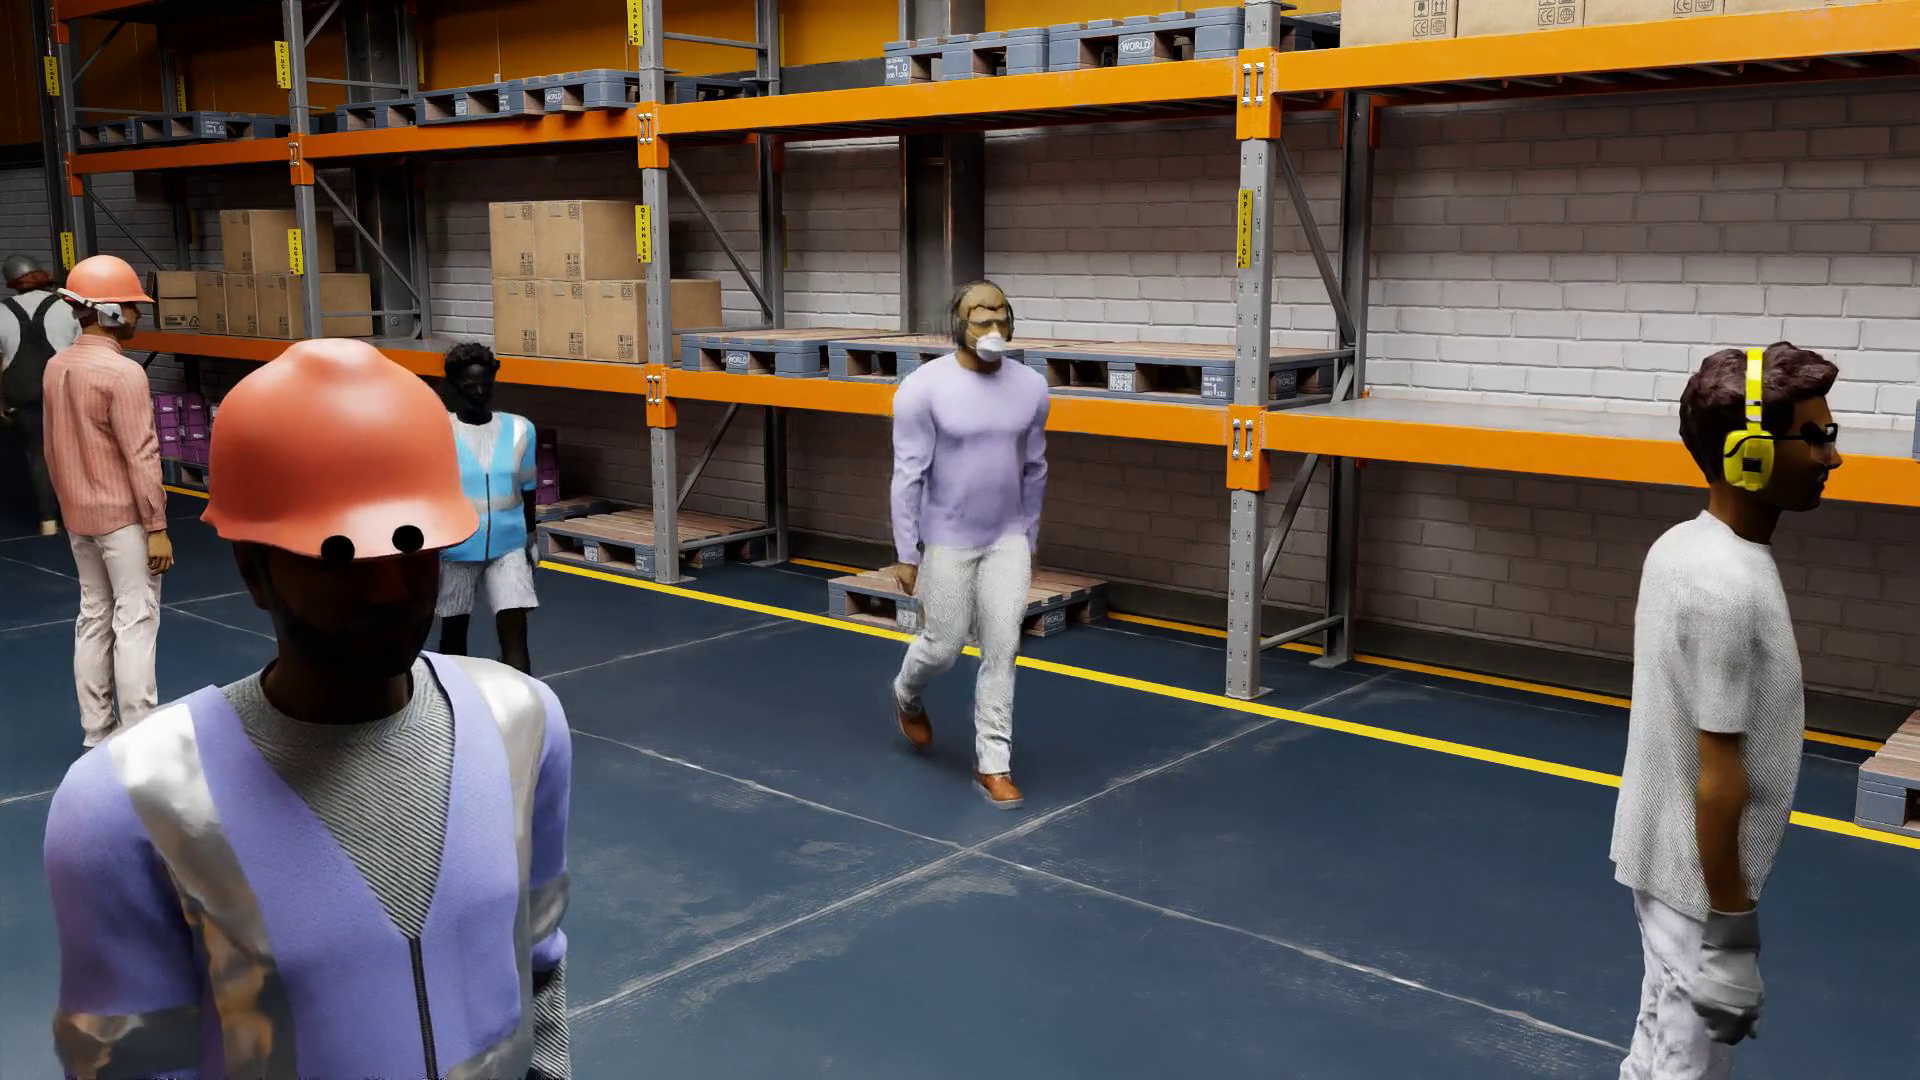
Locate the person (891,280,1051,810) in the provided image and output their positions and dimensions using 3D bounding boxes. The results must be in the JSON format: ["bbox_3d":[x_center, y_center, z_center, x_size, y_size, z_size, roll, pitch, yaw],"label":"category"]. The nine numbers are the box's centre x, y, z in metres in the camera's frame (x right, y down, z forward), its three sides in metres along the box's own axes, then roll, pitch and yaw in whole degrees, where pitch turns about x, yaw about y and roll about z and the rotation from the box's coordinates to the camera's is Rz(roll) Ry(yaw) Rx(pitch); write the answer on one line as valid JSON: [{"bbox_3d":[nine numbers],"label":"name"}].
[{"bbox_3d":[-0.001,-0.009,6.201,0.642,1.915,0.781,-5,11,-26],"label":"person"}]

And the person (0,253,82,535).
[{"bbox_3d":[-6.525,-1.066,11.848,0.706,2.000,0.567,-3,10,-17],"label":"person"}]

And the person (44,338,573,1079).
[{"bbox_3d":[-0.600,0.762,1.735,0.379,1.937,0.548,9,13,41],"label":"person"}]

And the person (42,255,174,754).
[{"bbox_3d":[-3.227,-0.083,6.381,0.626,1.992,0.387,6,12,33],"label":"person"}]

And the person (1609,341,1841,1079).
[{"bbox_3d":[1.282,0.603,2.833,0.327,1.874,0.517,3,10,15],"label":"person"}]

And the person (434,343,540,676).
[{"bbox_3d":[-1.935,0.034,6.692,0.554,1.646,0.868,-6,12,-31],"label":"person"}]
